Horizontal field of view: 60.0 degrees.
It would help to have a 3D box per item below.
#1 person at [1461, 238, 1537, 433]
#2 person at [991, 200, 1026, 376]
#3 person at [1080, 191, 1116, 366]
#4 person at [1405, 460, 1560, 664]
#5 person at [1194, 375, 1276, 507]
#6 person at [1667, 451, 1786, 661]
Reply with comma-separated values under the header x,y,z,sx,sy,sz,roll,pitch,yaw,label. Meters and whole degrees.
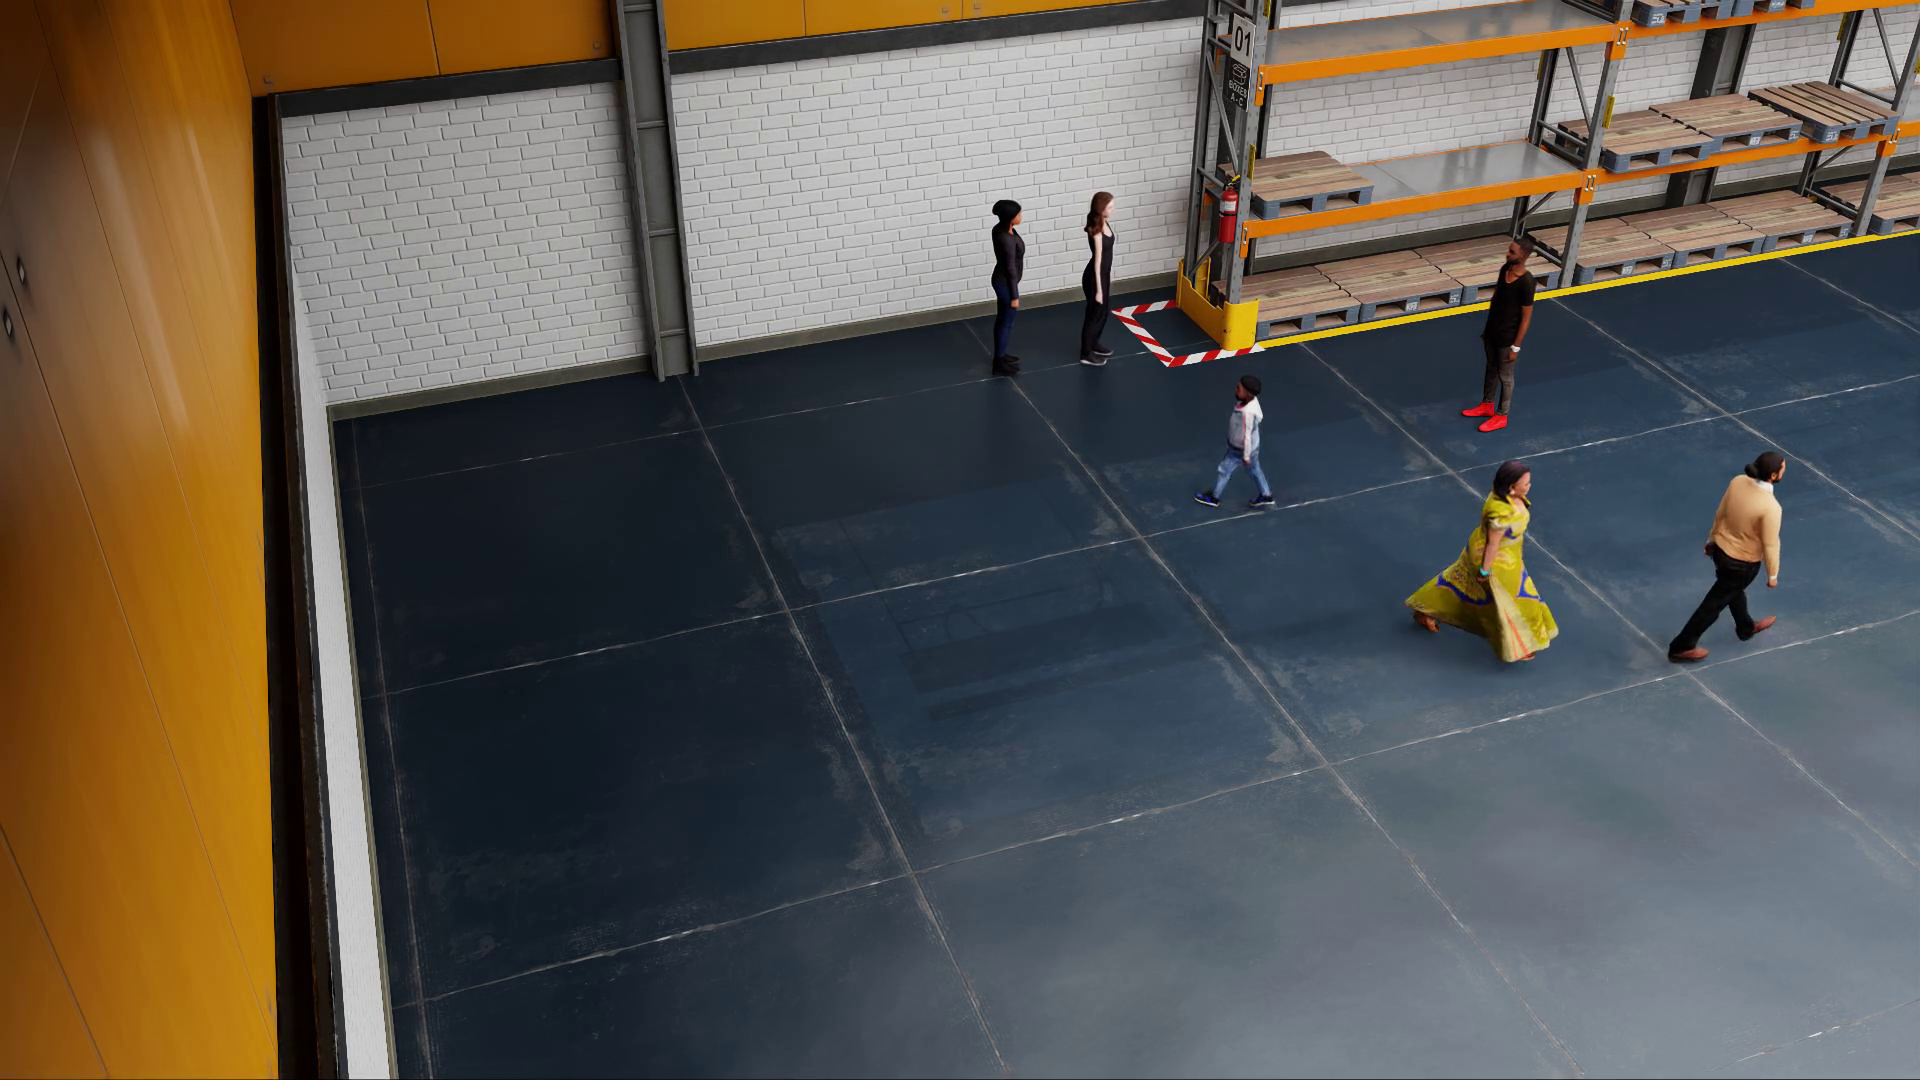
x,y,z,sx,sy,sz,roll,pitch,yaw,label
4.851,-1.837,14.785,0.529,1.804,0.657,-9,35,-14,person
0.420,-2.379,15.652,0.598,1.749,0.660,-5,34,-8,person
1.294,-2.499,15.839,0.704,1.742,0.677,8,34,12,person
3.750,0.125,12.003,1.443,1.618,1.296,10,35,15,person
2.403,-0.791,13.728,0.920,1.234,0.818,11,35,16,person
5.463,0.159,11.870,1.180,1.709,0.825,-6,34,-8,person
